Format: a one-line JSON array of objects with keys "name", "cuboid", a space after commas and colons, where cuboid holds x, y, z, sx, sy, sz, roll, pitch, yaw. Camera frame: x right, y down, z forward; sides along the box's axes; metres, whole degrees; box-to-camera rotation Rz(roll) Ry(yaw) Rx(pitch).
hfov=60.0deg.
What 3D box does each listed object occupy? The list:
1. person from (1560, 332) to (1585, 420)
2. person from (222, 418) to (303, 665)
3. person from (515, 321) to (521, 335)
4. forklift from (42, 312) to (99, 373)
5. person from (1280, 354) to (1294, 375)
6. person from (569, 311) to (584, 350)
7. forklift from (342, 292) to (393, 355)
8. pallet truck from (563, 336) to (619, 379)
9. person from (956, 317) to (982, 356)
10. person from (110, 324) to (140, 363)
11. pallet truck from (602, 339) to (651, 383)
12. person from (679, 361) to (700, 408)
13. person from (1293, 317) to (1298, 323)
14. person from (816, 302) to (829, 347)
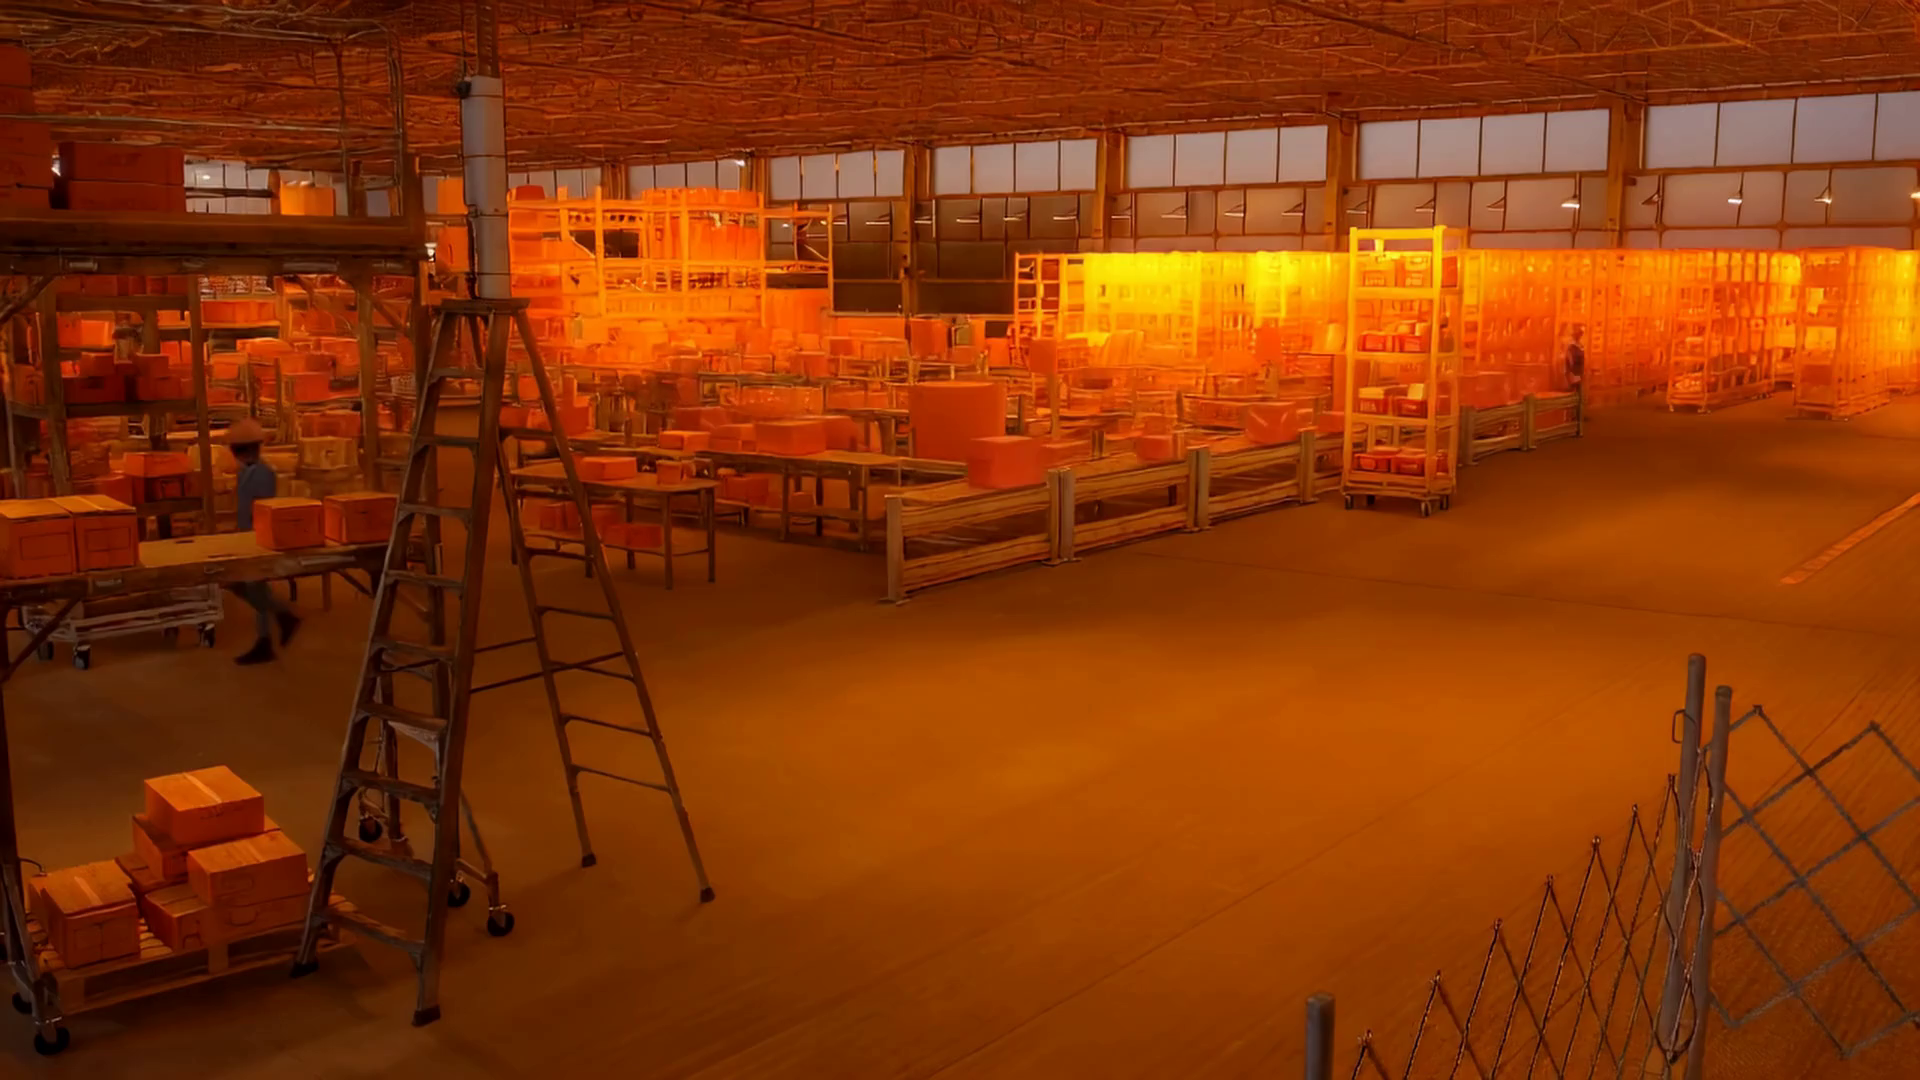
[{"name": "person", "cuboid": [12.784, -3.409, 34.545, 0.589, 1.835, 0.436, -8, 12, -40]}, {"name": "person", "cuboid": [-5.462, 0.004, 12.978, 0.496, 1.925, 0.573, -9, 13, -43]}, {"name": "person", "cuboid": [-12.723, -5.572, 48.140, 0.624, 1.811, 0.418, 2, 9, 15]}, {"name": "forklift", "cuboid": [-23.779, -5.451, 44.052, 1.873, 2.768, 1.129, 7, 11, 36]}, {"name": "person", "cuboid": [7.574, -4.002, 38.562, 0.529, 1.734, 0.816, -7, 12, -38]}, {"name": "person", "cuboid": [-13.145, -6.923, 56.774, 0.546, 1.742, 0.684, 7, 12, 38]}, {"name": "forklift", "cuboid": [-16.485, -5.622, 45.120, 1.129, 2.768, 1.873, 7, 11, 37]}, {"name": "pallet truck", "cuboid": [-10.690, -5.294, 48.215, 1.601, 1.201, 0.680, -5, 10, -26]}, {"name": "person", "cuboid": [0.237, -5.172, 45.501, 0.660, 1.855, 0.999, -7, 11, -36]}, {"name": "person", "cuboid": [-17.316, -3.493, 34.655, 0.715, 1.984, 0.413, 3, 10, 17]}, {"name": "pallet truck", "cuboid": [-8.991, -4.871, 45.351, 0.653, 1.274, 1.630, 7, 11, 37]}, {"name": "person", "cuboid": [-4.351, -2.098, 27.045, 0.534, 1.614, 0.554, -5, 10, -27]}, {"name": "person", "cuboid": [10.080, -5.940, 49.781, 0.465, 2.023, 0.623, 7, 12, 38]}, {"name": "person", "cuboid": [-5.438, -8.548, 66.422, 0.630, 1.913, 0.965, 9, 13, 44]}]
